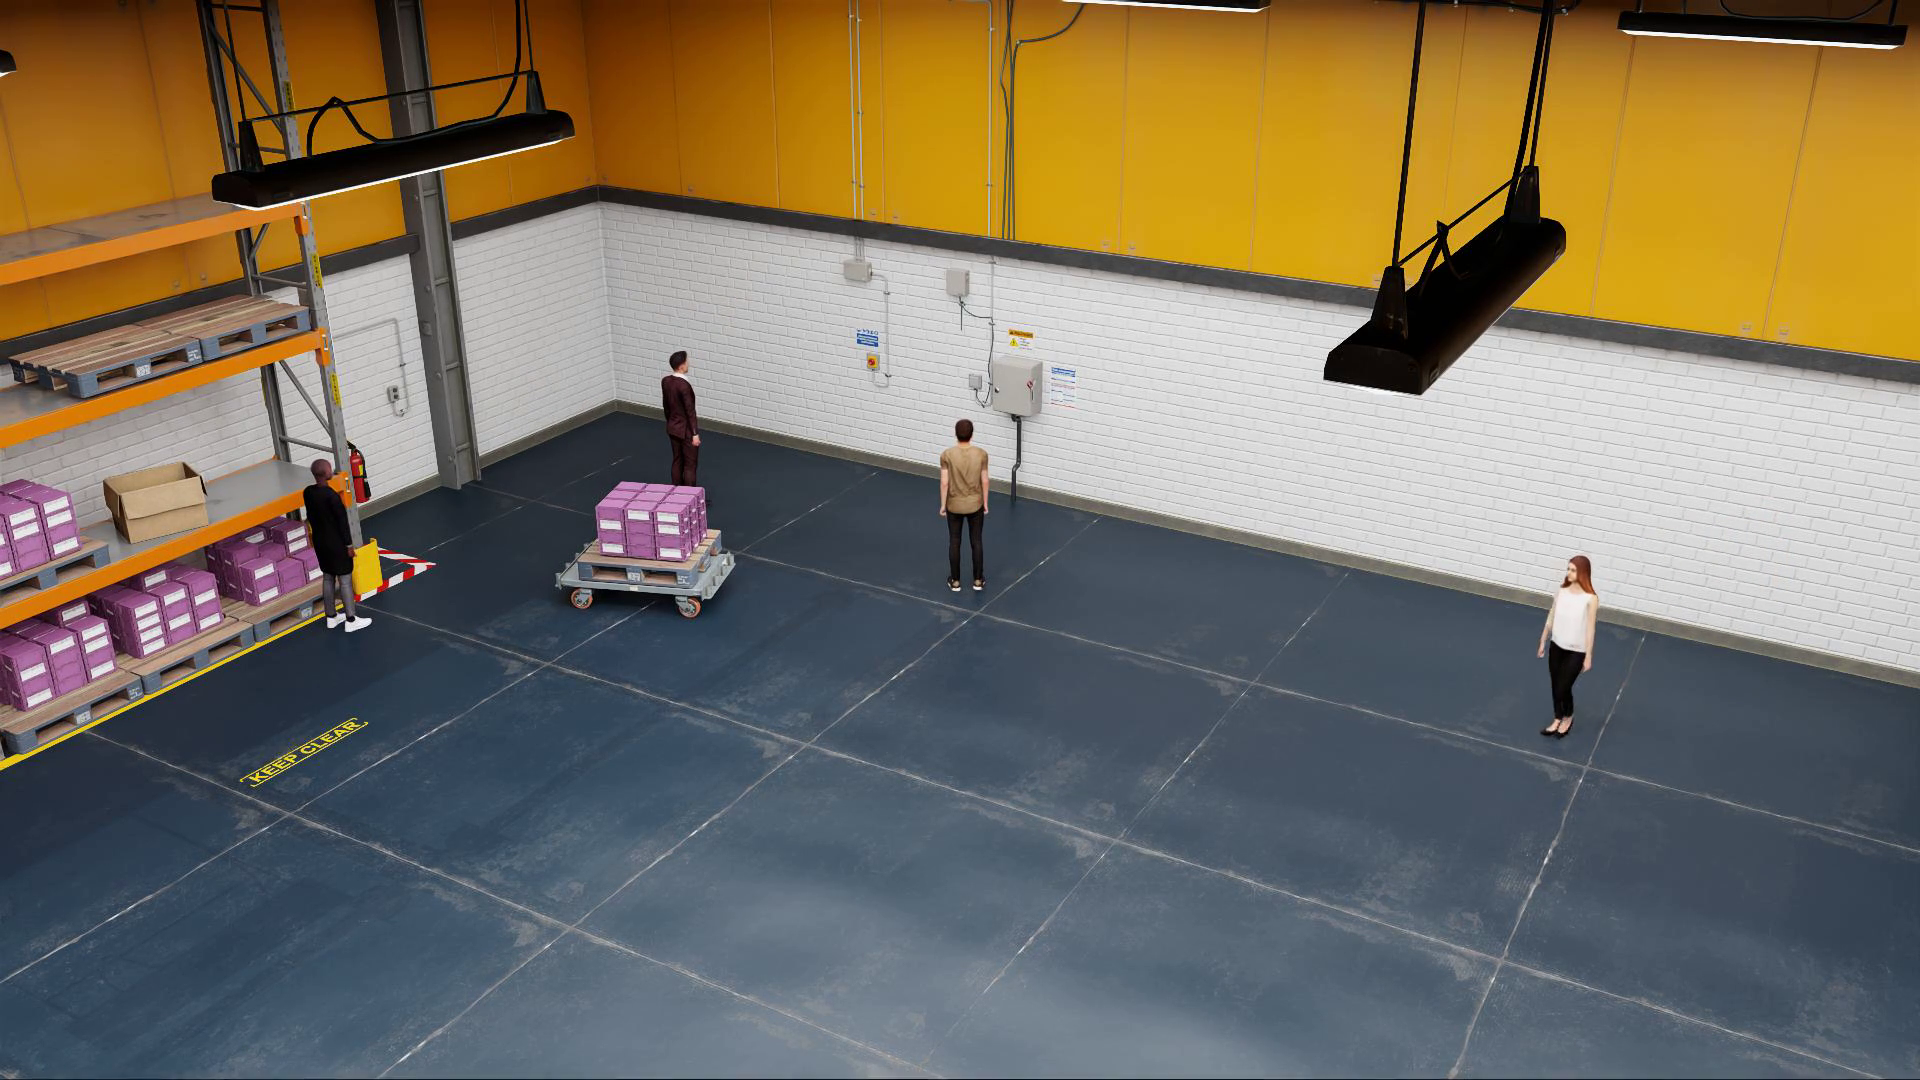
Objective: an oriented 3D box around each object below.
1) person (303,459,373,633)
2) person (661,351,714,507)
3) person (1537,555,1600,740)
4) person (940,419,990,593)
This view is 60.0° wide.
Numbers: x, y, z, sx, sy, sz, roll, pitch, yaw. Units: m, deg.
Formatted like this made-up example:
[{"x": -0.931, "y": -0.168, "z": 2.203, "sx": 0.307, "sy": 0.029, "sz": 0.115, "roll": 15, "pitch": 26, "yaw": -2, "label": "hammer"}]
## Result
[{"x": -6.138, "y": 0.046, "z": 16.235, "sx": 0.644, "sy": 1.763, "sz": 0.550, "roll": 12, "pitch": 26, "yaw": 25, "label": "person"}, {"x": -3.187, "y": -1.274, "z": 19.127, "sx": 0.741, "sy": 1.865, "sz": 0.684, "roll": 21, "pitch": 31, "yaw": 39, "label": "person"}, {"x": 5.292, "y": 0.916, "z": 14.308, "sx": 0.715, "sy": 1.713, "sz": 0.701, "roll": -14, "pitch": 27, "yaw": -29, "label": "person"}, {"x": 0.050, "y": -0.365, "z": 17.065, "sx": 0.749, "sy": 1.852, "sz": 0.762, "roll": -1, "pitch": 24, "yaw": -3, "label": "person"}]
